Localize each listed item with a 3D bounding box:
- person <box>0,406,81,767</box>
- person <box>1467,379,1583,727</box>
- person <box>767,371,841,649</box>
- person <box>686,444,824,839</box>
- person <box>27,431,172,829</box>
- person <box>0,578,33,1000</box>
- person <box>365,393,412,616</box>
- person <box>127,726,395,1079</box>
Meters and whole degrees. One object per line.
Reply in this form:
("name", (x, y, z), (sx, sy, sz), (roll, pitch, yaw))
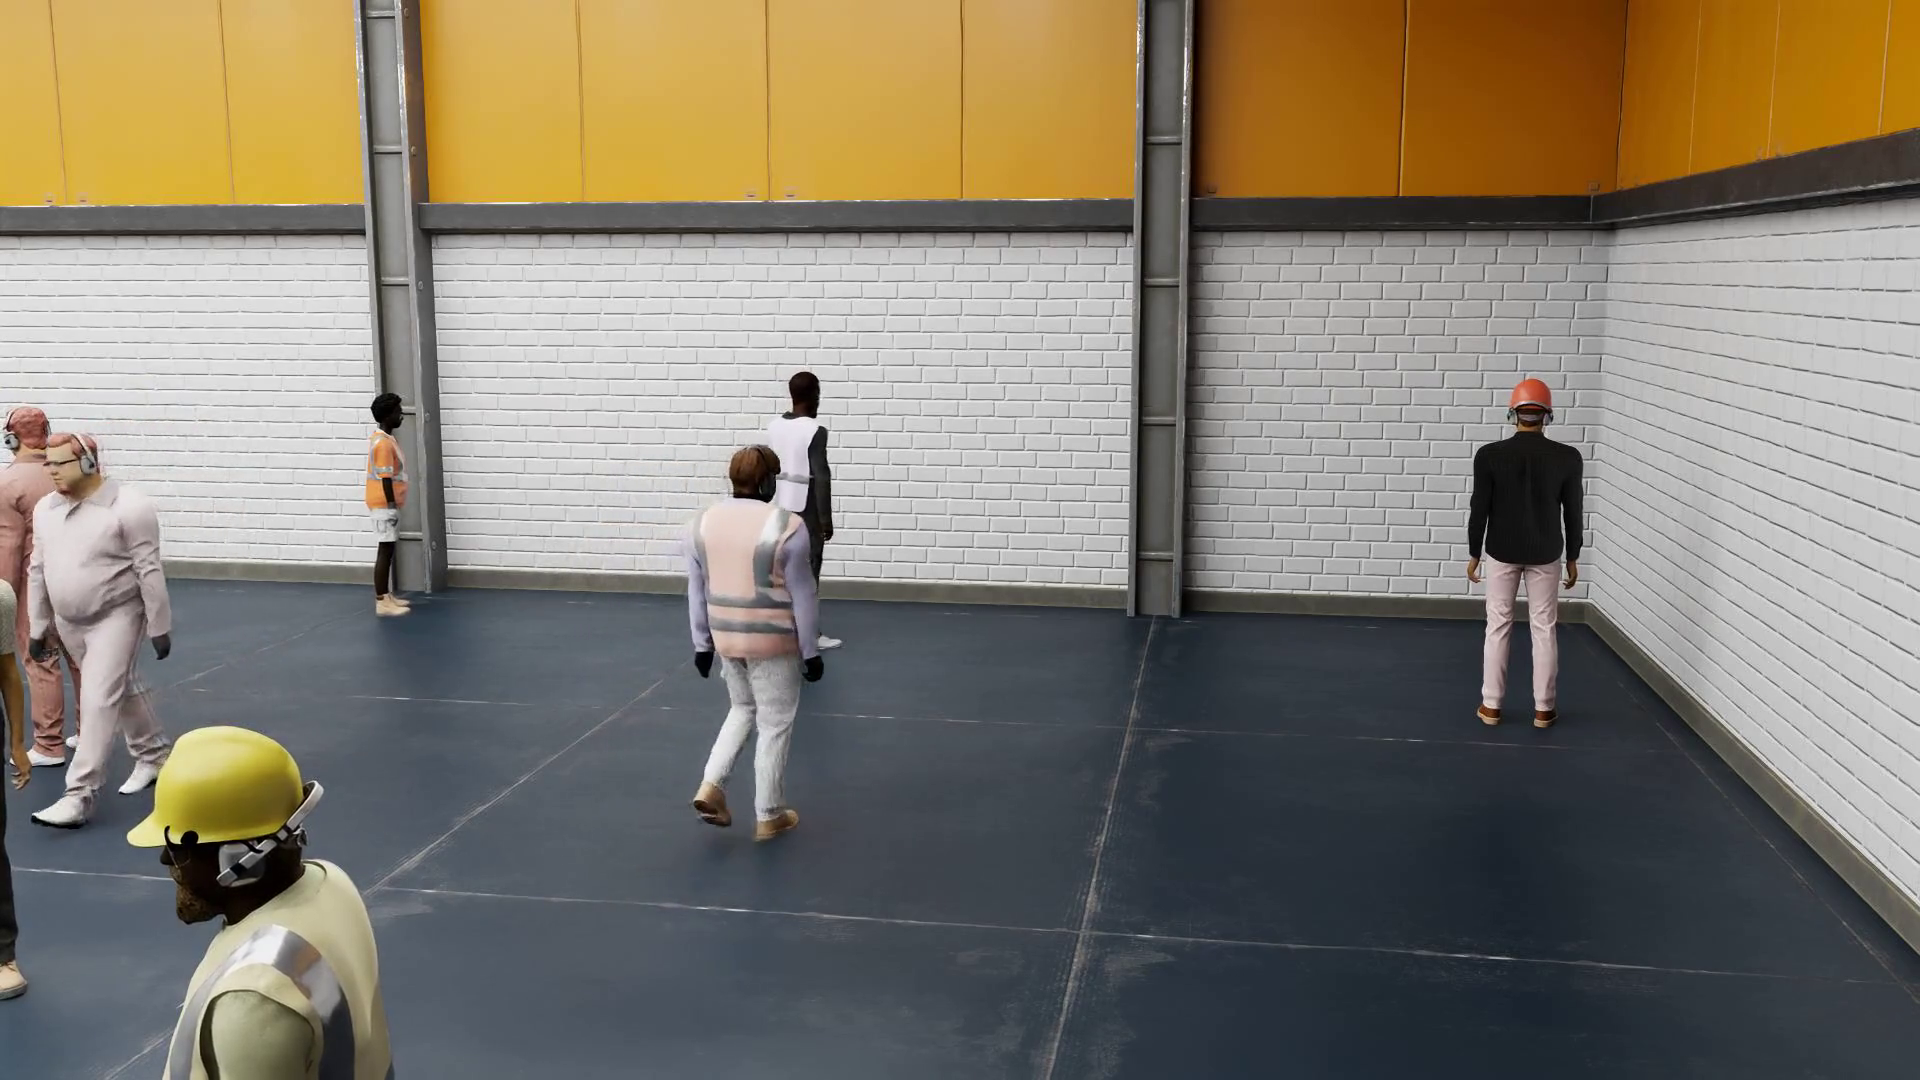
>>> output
("person", (-4.832, 0.245, 8.772), (0.406, 1.902, 0.637), (3, 10, 19))
("person", (3.227, 0.077, 9.522), (0.624, 1.990, 0.397), (3, 10, 15))
("person", (-1.102, -0.196, 11.442), (0.373, 1.914, 0.596), (-9, 13, -44))
("person", (-0.923, 0.478, 7.559), (0.629, 1.828, 0.477), (6, 11, 31))
("person", (-4.174, 0.404, 7.960), (0.646, 1.843, 1.028), (3, 10, 16))
("person", (-3.574, 0.744, 5.875), (0.507, 1.842, 0.351), (-5, 11, -31))
("person", (-4.335, -0.269, 12.596), (0.319, 1.689, 0.535), (-3, 10, -20))
("person", (-1.233, 1.218, 3.014), (0.403, 1.825, 0.595), (-1, 9, -9))
